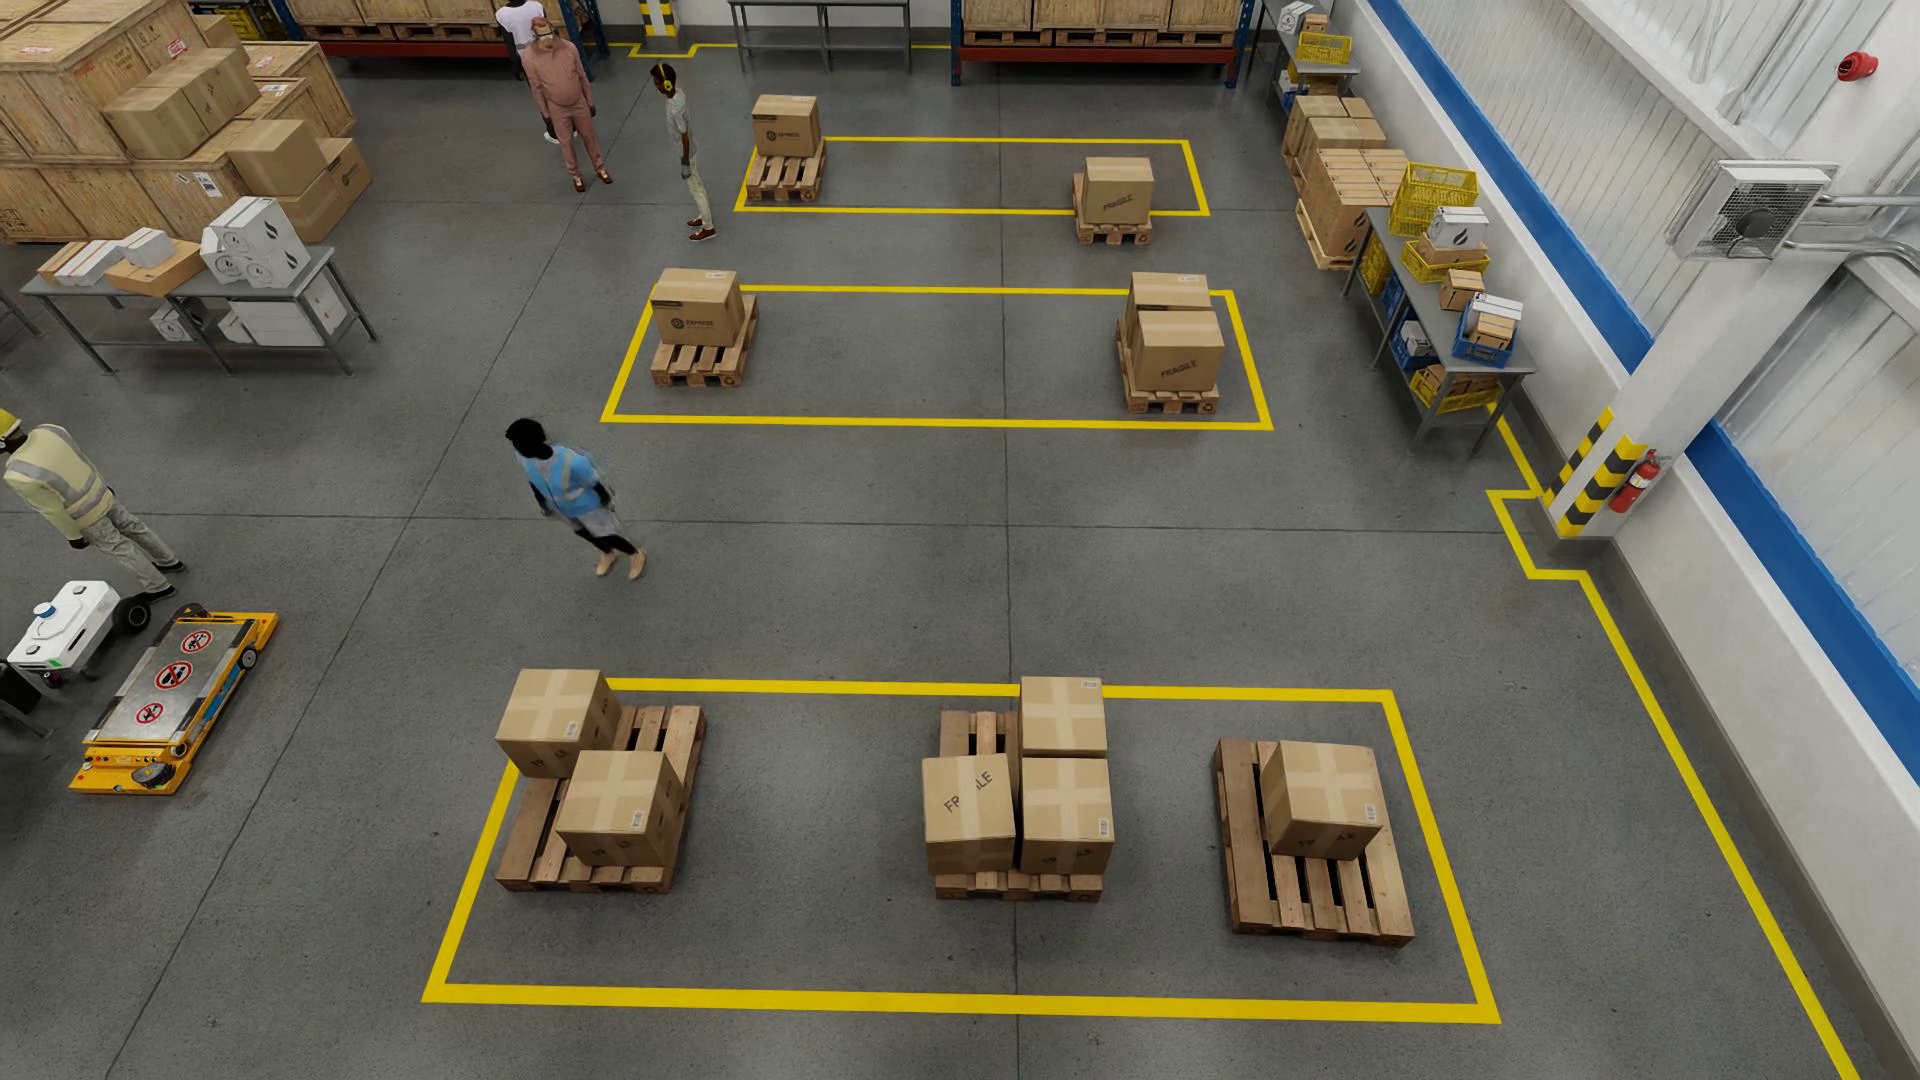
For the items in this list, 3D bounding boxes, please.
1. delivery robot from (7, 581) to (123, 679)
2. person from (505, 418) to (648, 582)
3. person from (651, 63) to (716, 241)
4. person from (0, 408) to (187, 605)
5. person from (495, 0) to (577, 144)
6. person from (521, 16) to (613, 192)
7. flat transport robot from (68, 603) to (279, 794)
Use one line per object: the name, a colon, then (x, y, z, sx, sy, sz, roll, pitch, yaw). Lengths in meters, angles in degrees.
delivery robot: (-6.401, 0.631, 6.571, 0.477, 0.478, 0.707, 0, 50, 0)
person: (-2.816, -0.278, 6.671, 0.550, 1.663, 0.402, 12, 51, 10)
person: (-2.952, -4.130, 9.809, 0.329, 1.864, 0.508, -10, 51, -9)
person: (-6.266, -0.239, 6.535, 0.404, 1.833, 0.592, -10, 51, -8)
person: (-5.199, -5.875, 11.249, 0.594, 1.917, 0.373, -34, 58, -25)
person: (-4.502, -4.972, 10.501, 0.630, 1.899, 0.402, -26, 55, -20)
flat transport robot: (-5.504, 1.072, 6.442, 0.652, 0.197, 1.431, 1, 50, 1)
